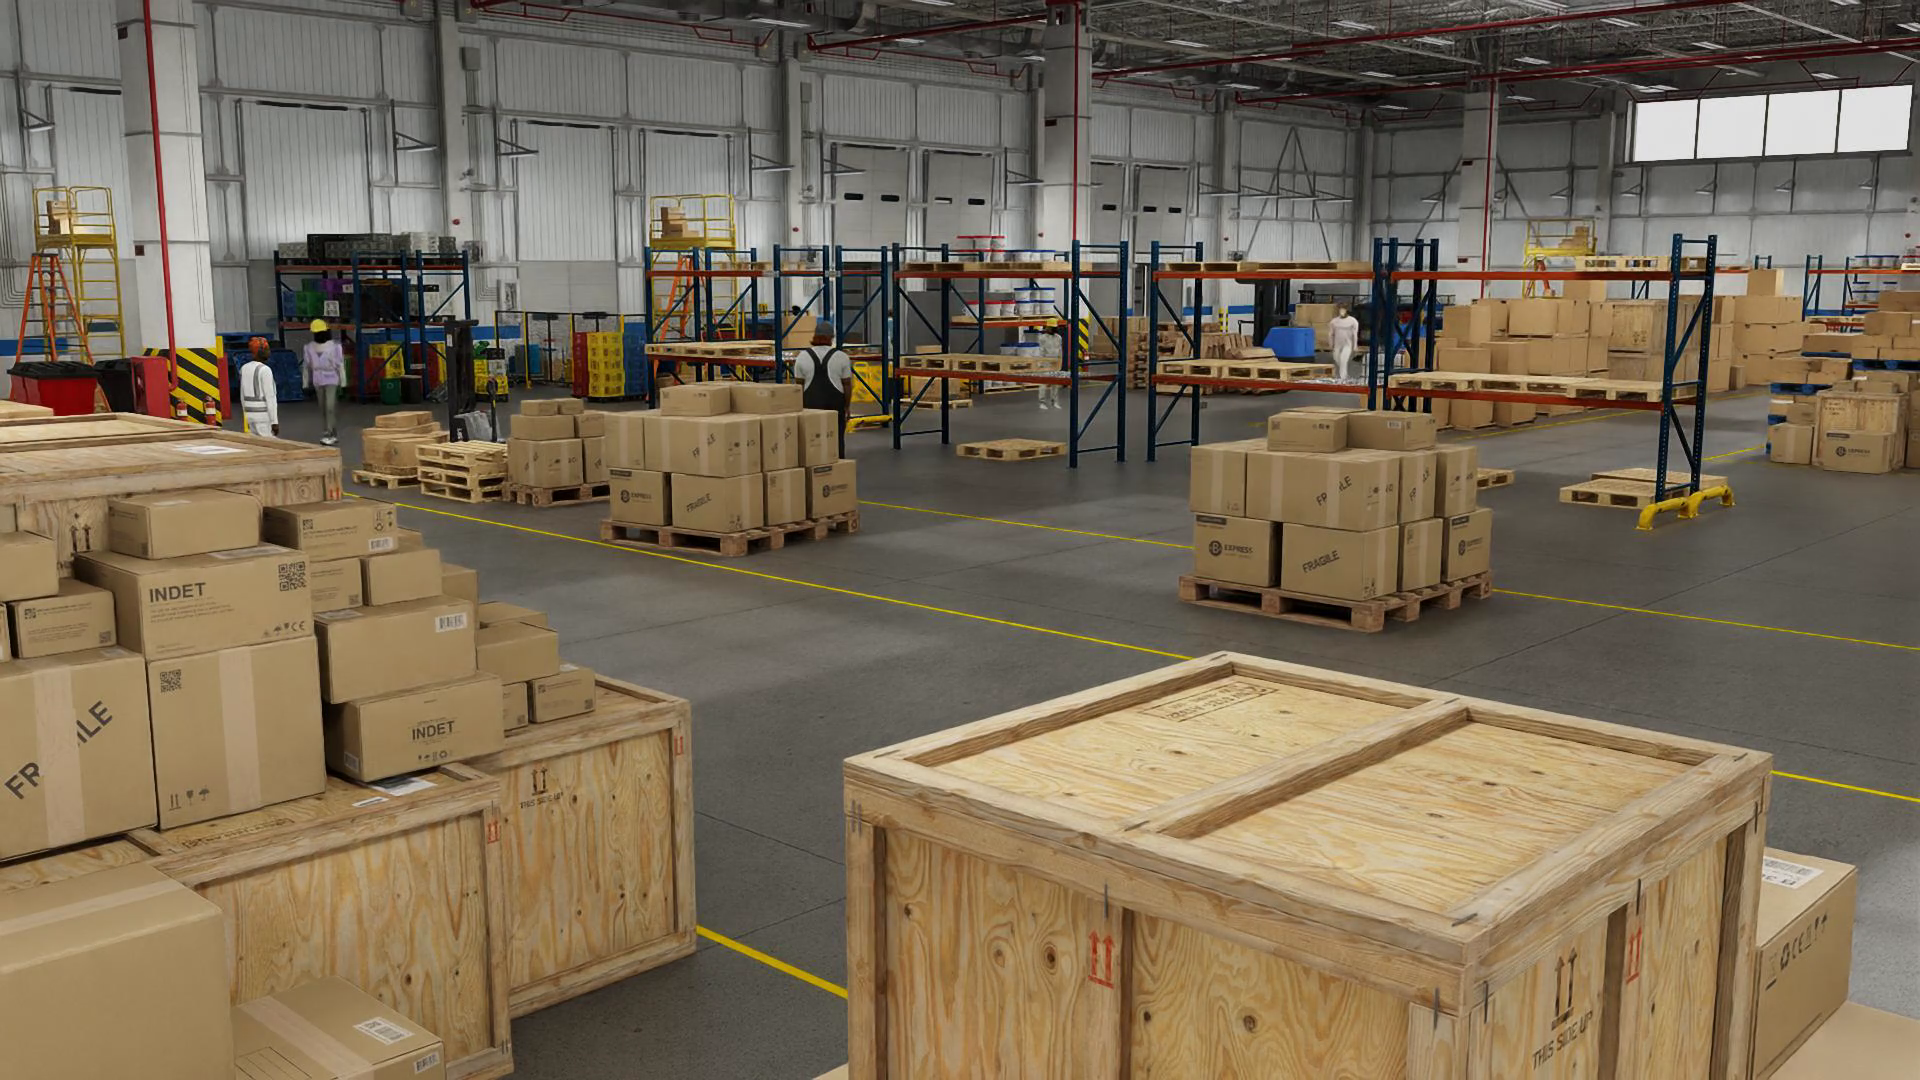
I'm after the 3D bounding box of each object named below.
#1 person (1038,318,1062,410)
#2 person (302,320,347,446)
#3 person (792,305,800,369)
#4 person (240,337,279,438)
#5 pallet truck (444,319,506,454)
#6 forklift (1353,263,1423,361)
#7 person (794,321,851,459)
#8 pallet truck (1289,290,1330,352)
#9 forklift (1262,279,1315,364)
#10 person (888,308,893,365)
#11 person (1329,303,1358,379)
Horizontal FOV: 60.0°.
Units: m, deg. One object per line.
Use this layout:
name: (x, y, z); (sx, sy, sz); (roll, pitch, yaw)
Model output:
person: (1.728, -3.333, 31.497); (0.486, 1.735, 0.330); (-5, 10, -27)
person: (-9.593, -2.350, 24.987); (0.616, 1.881, 0.925); (1, 9, 4)
person: (-4.337, -5.393, 44.231); (0.317, 1.695, 0.540); (2, 9, 12)
person: (-7.990, -1.378, 19.041); (0.585, 1.882, 0.340); (7, 12, 37)
pallet truck: (-6.981, -1.942, 22.150); (1.885, 1.965, 0.823); (1, 9, 9)
forklift: (12.193, -6.463, 47.169); (1.873, 2.768, 1.129); (3, 10, 17)
person: (-1.648, -1.650, 20.231); (0.684, 2.000, 0.536); (1, 9, 5)
pallet truck: (11.297, -6.951, 52.861); (1.885, 1.965, 0.823); (-5, 11, -29)
forklift: (8.557, -6.090, 44.881); (1.873, 2.768, 1.129); (9, 13, 43)
person: (-1.819, -5.222, 43.359); (0.307, 1.641, 0.513); (-2, 9, -11)
person: (8.409, -4.224, 36.410); (0.632, 1.919, 0.708); (7, 11, 36)
